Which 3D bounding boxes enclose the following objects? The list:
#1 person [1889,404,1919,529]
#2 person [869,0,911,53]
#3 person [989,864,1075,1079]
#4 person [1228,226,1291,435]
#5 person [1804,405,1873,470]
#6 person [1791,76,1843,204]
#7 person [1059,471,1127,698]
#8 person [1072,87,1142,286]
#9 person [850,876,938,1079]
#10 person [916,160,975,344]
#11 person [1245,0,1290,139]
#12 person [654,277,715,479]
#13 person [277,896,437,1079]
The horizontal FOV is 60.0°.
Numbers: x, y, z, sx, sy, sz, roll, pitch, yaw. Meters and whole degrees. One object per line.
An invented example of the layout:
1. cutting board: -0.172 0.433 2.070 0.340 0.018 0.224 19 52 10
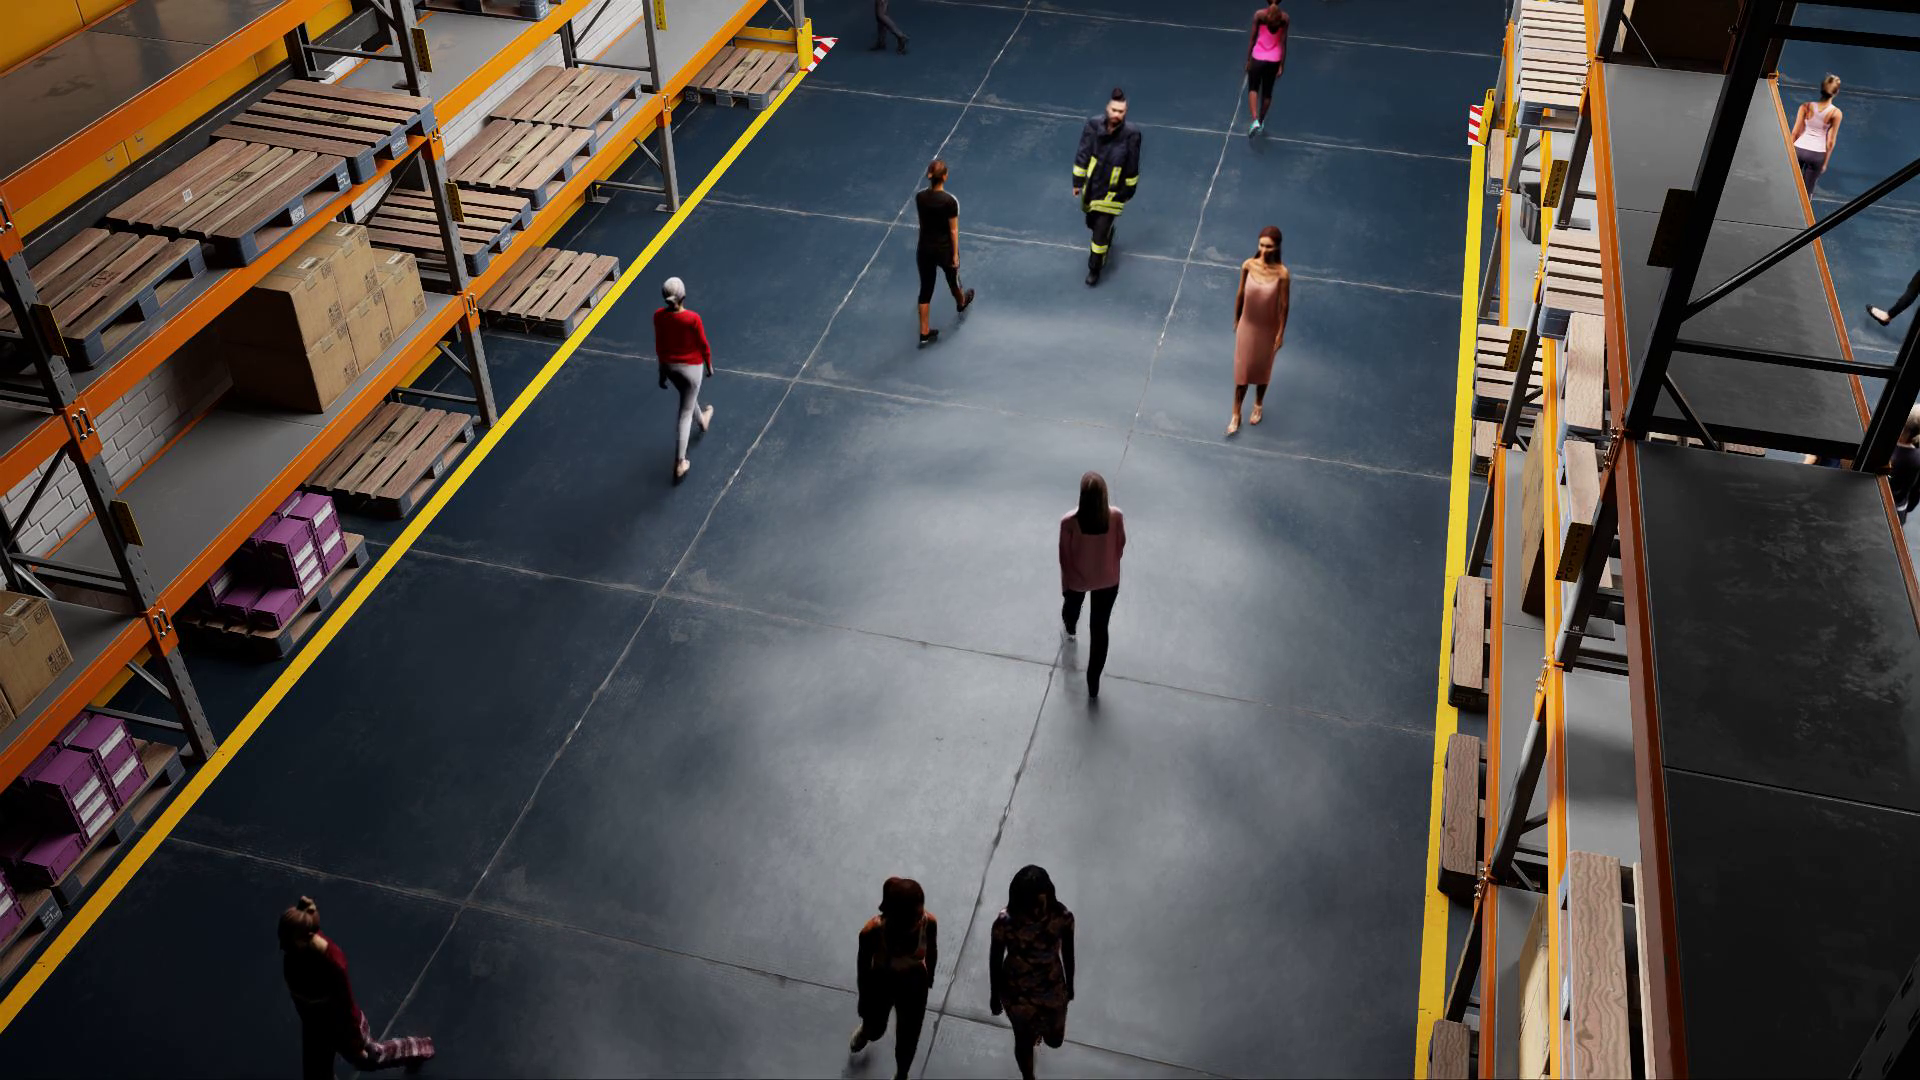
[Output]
1. person: 6.512 -0.229 11.764 0.635 1.726 0.562 4 39 5
2. person: -0.860 -6.574 19.823 0.752 1.584 0.742 0 39 0
3. person: 0.374 2.265 8.646 0.781 1.721 0.909 -5 39 -6
4. person: 2.464 -1.745 13.582 0.667 1.826 0.749 17 42 20
5. person: 6.025 -0.210 11.677 0.721 1.805 0.660 1 39 1
6. person: 8.277 -3.763 16.237 0.634 1.666 0.632 25 45 28
7. person: 0.892 0.327 11.138 0.827 1.638 1.165 -1 39 -1
8. person: 1.388 -3.401 15.649 0.879 1.836 1.196 19 42 22
9. person: -0.360 2.271 8.602 0.829 1.766 0.962 -6 39 -8
10. person: -0.248 -2.507 14.701 0.752 1.622 1.143 19 42 22
11. person: 3.277 -5.102 17.881 0.617 1.708 0.917 6 39 8
12. person: -2.198 -1.259 13.122 0.603 1.641 1.150 8 39 9
13. person: -3.135 2.411 8.509 0.846 1.664 1.096 22 44 26
